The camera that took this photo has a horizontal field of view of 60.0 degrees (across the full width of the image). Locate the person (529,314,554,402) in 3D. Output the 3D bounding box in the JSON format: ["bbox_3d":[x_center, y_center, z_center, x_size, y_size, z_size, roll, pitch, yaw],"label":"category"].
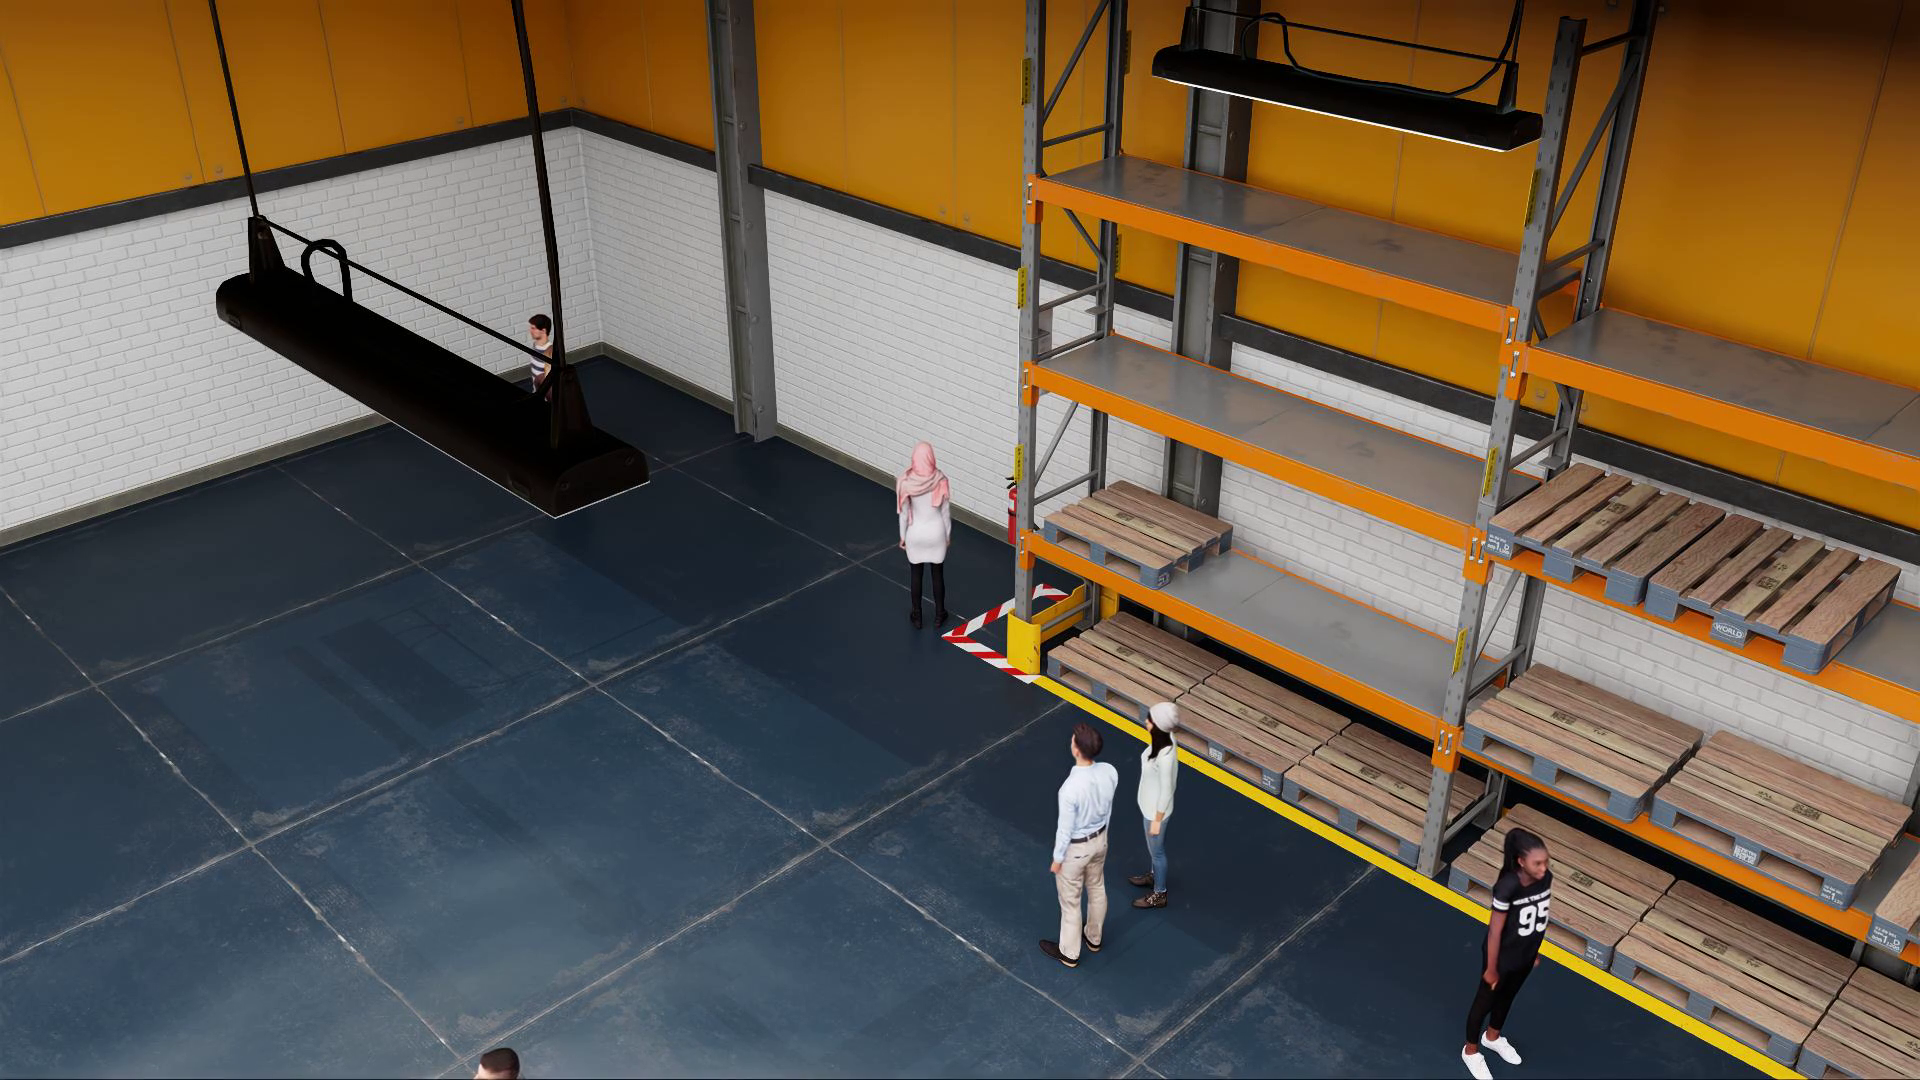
[{"bbox_3d":[-4.210,-1.458,17.132,0.717,1.855,0.479,-23,36,-35],"label":"person"}]

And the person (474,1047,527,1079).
[{"bbox_3d":[-2.264,3.279,8.544,0.749,1.761,0.605,-12,31,-20],"label":"person"}]

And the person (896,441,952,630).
[{"bbox_3d":[-0.299,-0.041,14.588,0.737,1.803,0.793,-1,29,-1],"label":"person"}]

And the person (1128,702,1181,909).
[{"bbox_3d":[1.344,1.800,11.378,0.692,1.645,0.638,1,29,1],"label":"person"}]

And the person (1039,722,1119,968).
[{"bbox_3d":[0.792,1.983,10.830,0.647,1.848,0.610,-23,36,-35],"label":"person"}]

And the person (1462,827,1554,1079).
[{"bbox_3d":[3.317,2.485,10.035,0.666,1.728,0.652,-16,32,-27],"label":"person"}]
